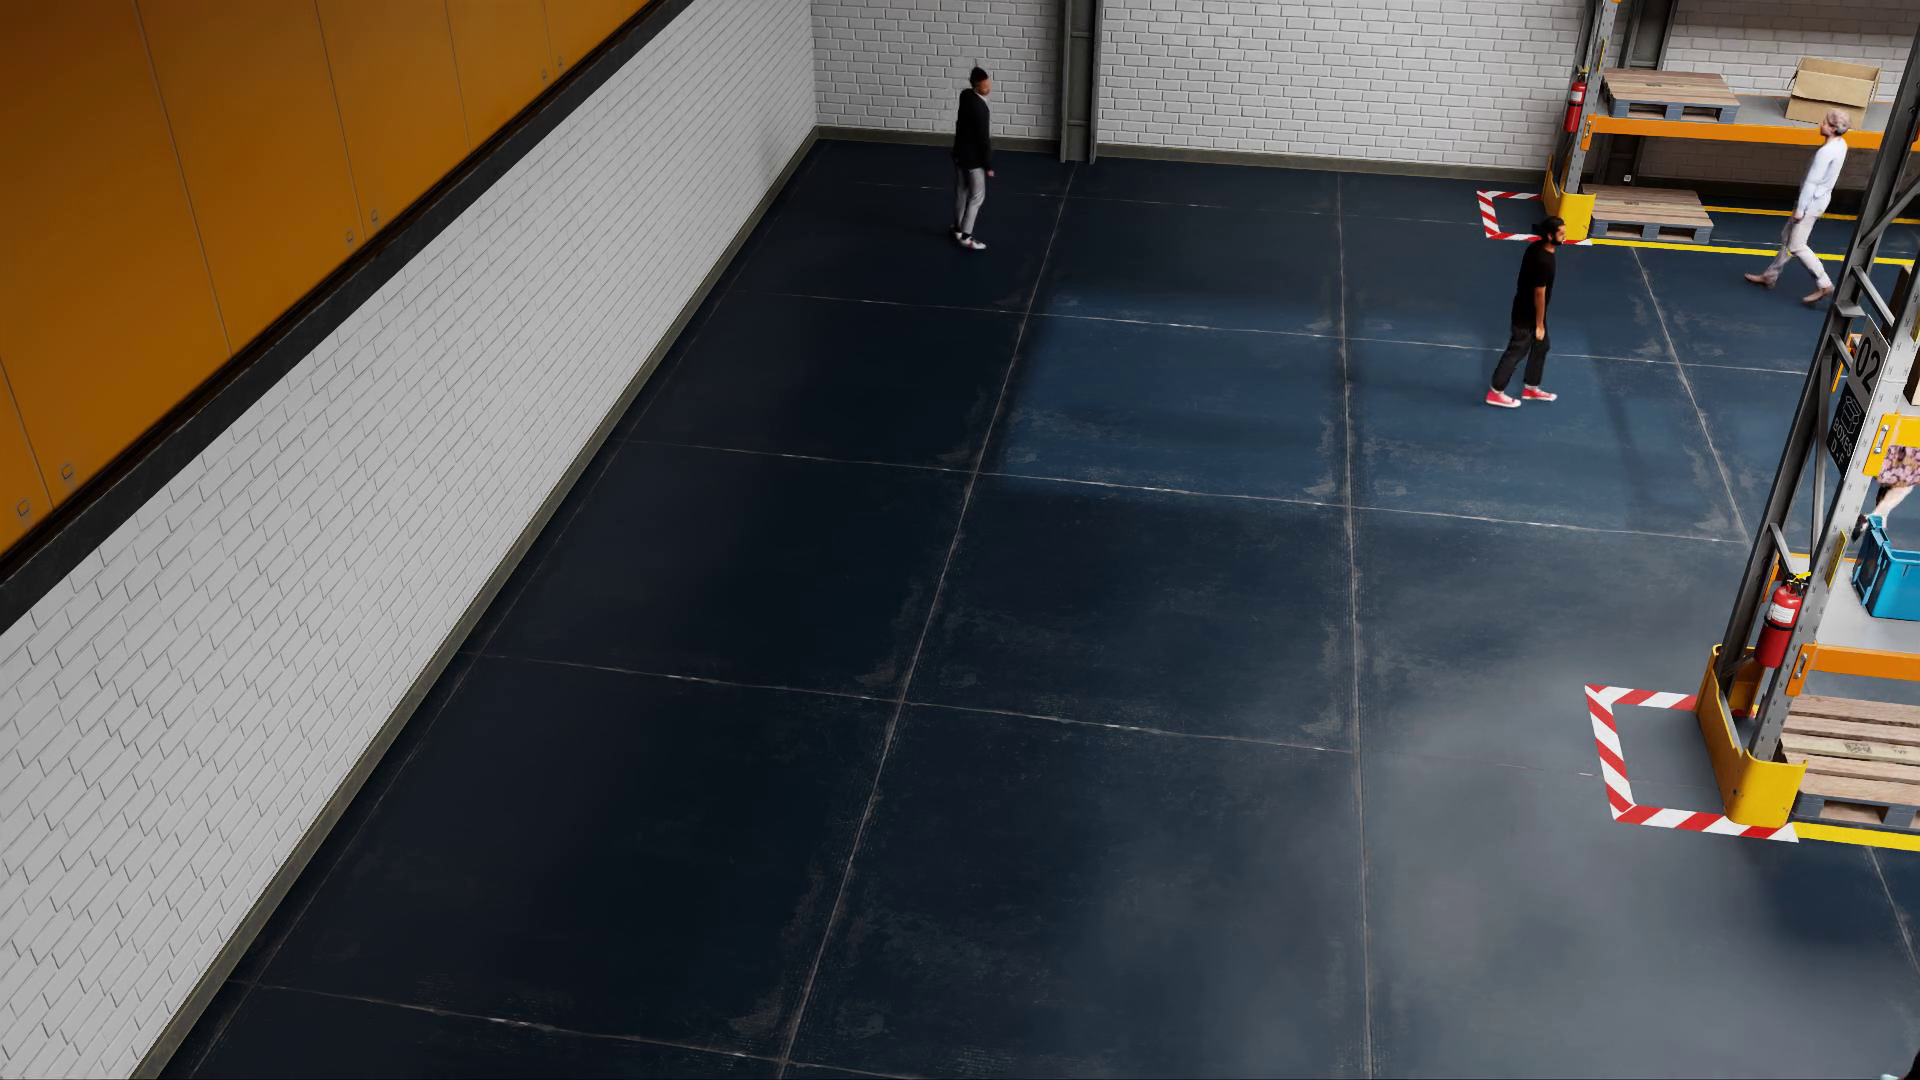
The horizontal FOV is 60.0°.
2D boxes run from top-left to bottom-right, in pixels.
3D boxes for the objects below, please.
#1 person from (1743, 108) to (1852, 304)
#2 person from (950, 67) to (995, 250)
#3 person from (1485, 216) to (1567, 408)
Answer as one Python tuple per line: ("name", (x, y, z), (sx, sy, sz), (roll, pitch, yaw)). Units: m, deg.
("person", (8.151, -3.147, 15.797), (1.236, 1.867, 1.036), (24, 41, 32))
("person", (0.053, -3.951, 16.970), (0.883, 1.907, 0.899), (-24, 41, -32))
("person", (4.732, -1.923, 14.069), (0.849, 1.740, 0.715), (10, 35, 14))
